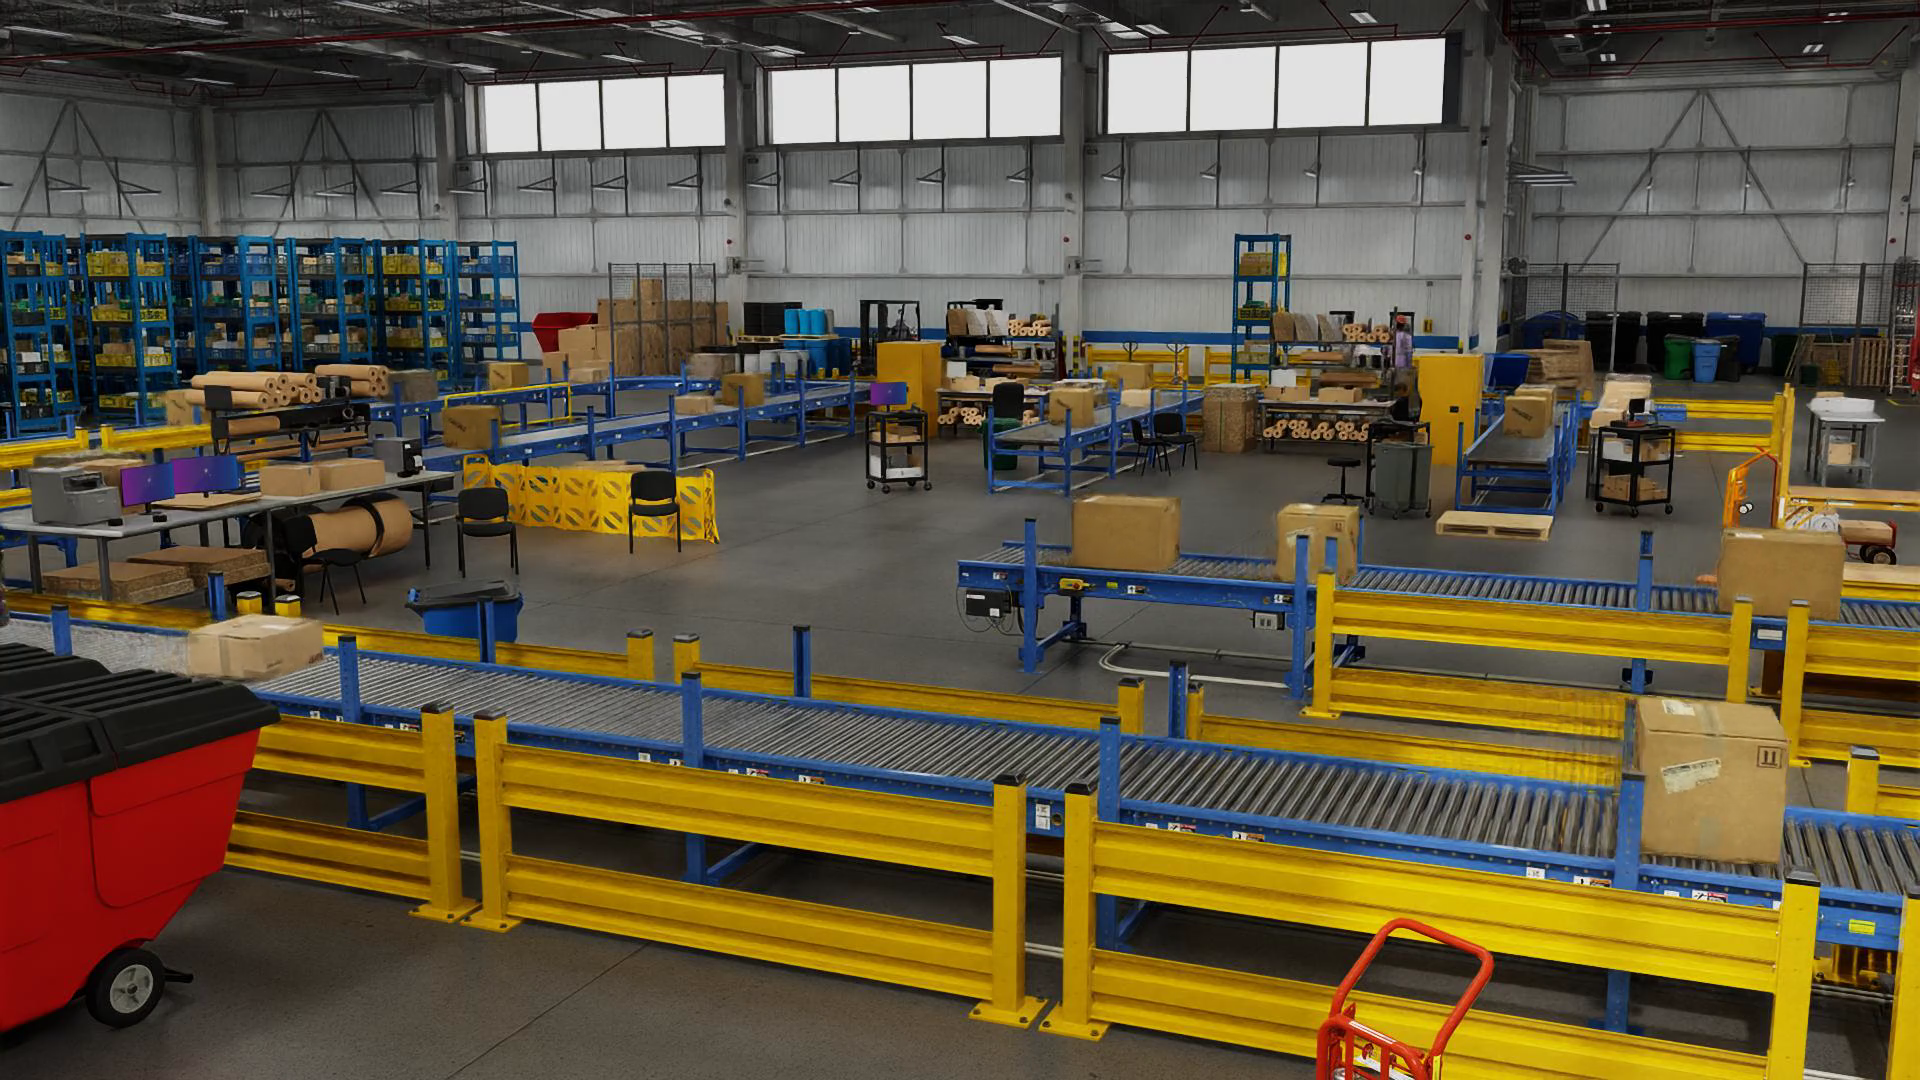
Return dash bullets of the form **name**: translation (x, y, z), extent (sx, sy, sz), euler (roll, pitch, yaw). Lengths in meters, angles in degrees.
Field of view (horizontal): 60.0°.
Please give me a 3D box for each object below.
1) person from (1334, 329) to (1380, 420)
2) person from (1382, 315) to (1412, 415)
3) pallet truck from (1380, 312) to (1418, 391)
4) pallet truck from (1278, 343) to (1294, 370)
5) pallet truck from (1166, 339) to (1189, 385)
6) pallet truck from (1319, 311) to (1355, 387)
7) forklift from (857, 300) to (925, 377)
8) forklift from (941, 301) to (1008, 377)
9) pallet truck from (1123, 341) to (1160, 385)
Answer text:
- **person**: translation (7.488, -2.994, 30.956), extent (0.930, 1.870, 0.642), euler (5, 11, 29)
- **person**: translation (8.883, -3.555, 33.816), extent (0.609, 2.043, 0.397), euler (7, 12, 37)
- **pallet truck**: translation (10.207, -4.283, 38.369), extent (0.823, 1.965, 1.885), euler (3, 10, 20)
- **pallet truck**: translation (7.886, -4.163, 39.743), extent (0.653, 1.274, 1.630), euler (4, 10, 22)
- **pallet truck**: translation (5.418, -4.269, 40.420), extent (0.704, 1.261, 1.522), euler (3, 10, 20)
- **pallet truck**: translation (9.071, -4.419, 39.190), extent (0.823, 1.965, 1.885), euler (5, 10, 26)
- **forklift**: translation (-1.732, -5.109, 42.468), extent (1.157, 1.987, 2.680), euler (4, 10, 22)
- **forklift**: translation (0.365, -4.966, 41.571), extent (1.157, 1.987, 2.680), euler (3, 10, 20)
- **pallet truck**: translation (4.445, -4.380, 41.279), extent (0.680, 1.201, 1.601), euler (4, 10, 22)
